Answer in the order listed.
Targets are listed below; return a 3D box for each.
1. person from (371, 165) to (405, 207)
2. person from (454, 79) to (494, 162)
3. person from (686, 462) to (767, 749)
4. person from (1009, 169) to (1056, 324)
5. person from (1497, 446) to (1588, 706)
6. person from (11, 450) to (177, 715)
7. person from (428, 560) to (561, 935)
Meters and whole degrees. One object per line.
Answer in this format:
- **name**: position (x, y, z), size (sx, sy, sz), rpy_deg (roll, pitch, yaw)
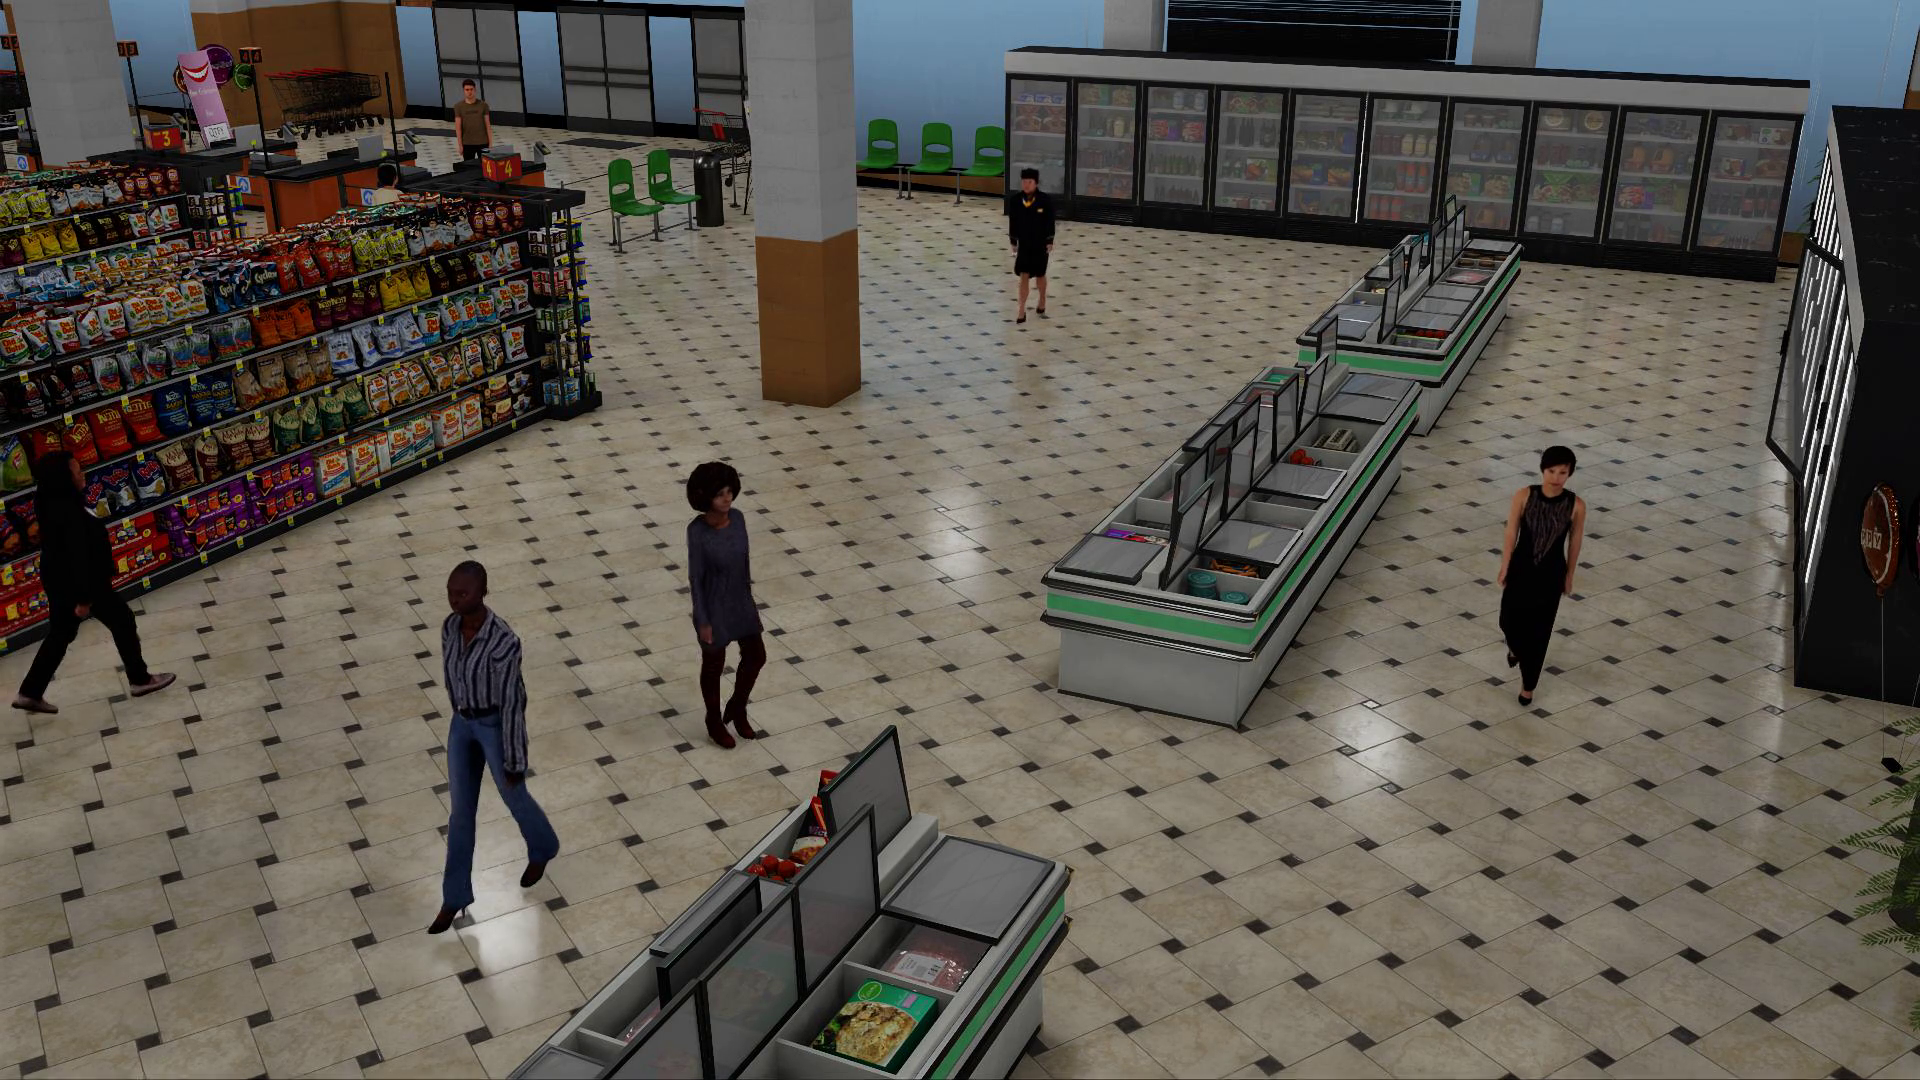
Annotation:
- **person**: position (-6.418, -3.462, 18.911), size (0.641, 1.588, 0.564), rpy_deg (4, 22, 9)
- **person**: position (-7.116, -5.816, 24.416), size (0.726, 1.852, 0.804), rpy_deg (-9, 24, -22)
- **person**: position (-1.379, 0.361, 9.248), size (0.749, 1.698, 0.643), rpy_deg (19, 29, 40)
- **person**: position (0.834, -3.229, 18.267), size (0.803, 1.636, 1.088), rpy_deg (6, 23, 16)
- **person**: position (3.419, 0.180, 9.847), size (0.625, 1.588, 0.736), rpy_deg (7, 23, 18)
- **person**: position (-5.174, 0.287, 9.590), size (0.816, 1.581, 1.167), rpy_deg (17, 27, 35)
- **person**: position (-2.146, 0.914, 7.789), size (0.680, 1.761, 1.011), rpy_deg (11, 24, 26)
